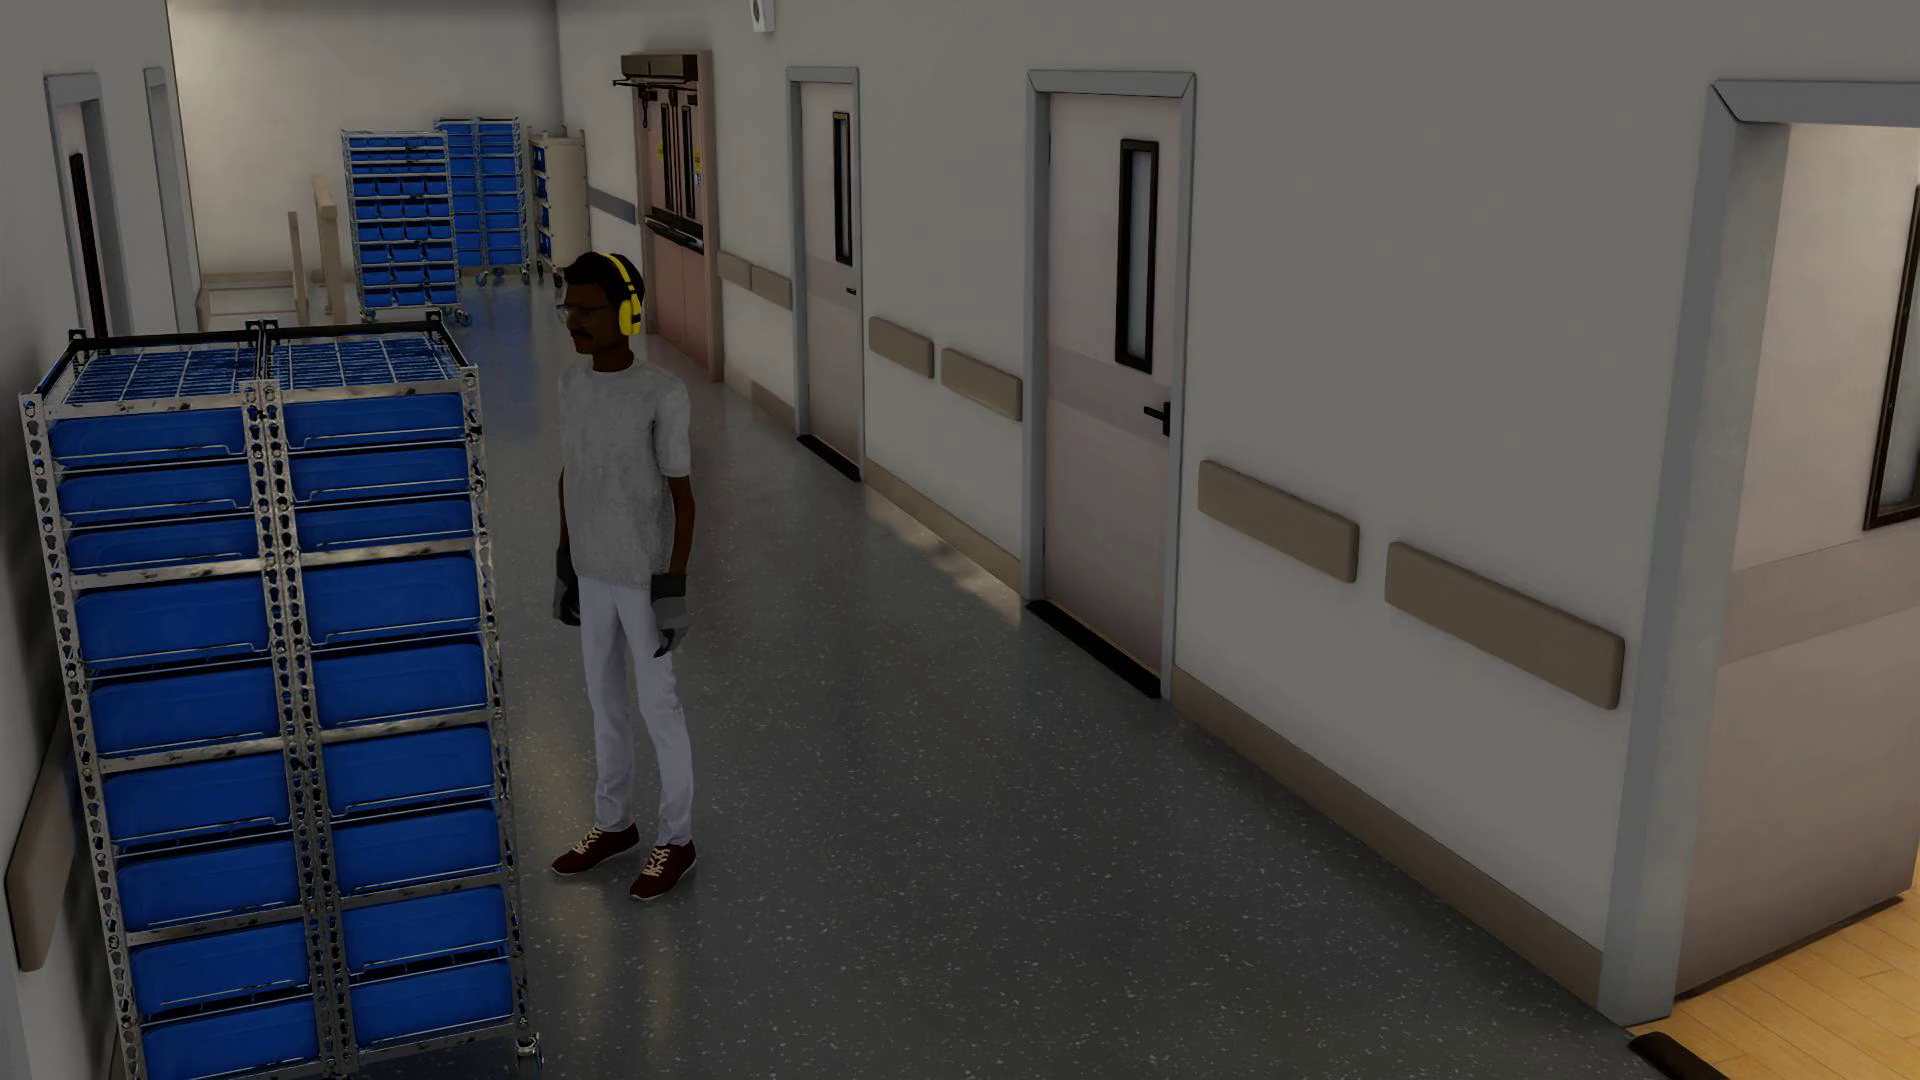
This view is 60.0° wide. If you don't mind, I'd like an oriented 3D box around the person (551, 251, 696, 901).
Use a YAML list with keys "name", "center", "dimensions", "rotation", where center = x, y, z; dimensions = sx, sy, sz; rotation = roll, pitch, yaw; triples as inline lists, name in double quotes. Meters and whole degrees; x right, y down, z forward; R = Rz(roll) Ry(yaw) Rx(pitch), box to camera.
- name: "person"
  center: [-0.982, 0.113, 4.771]
  dimensions: [0.509, 1.872, 0.328]
  rotation: [10, 19, 31]
